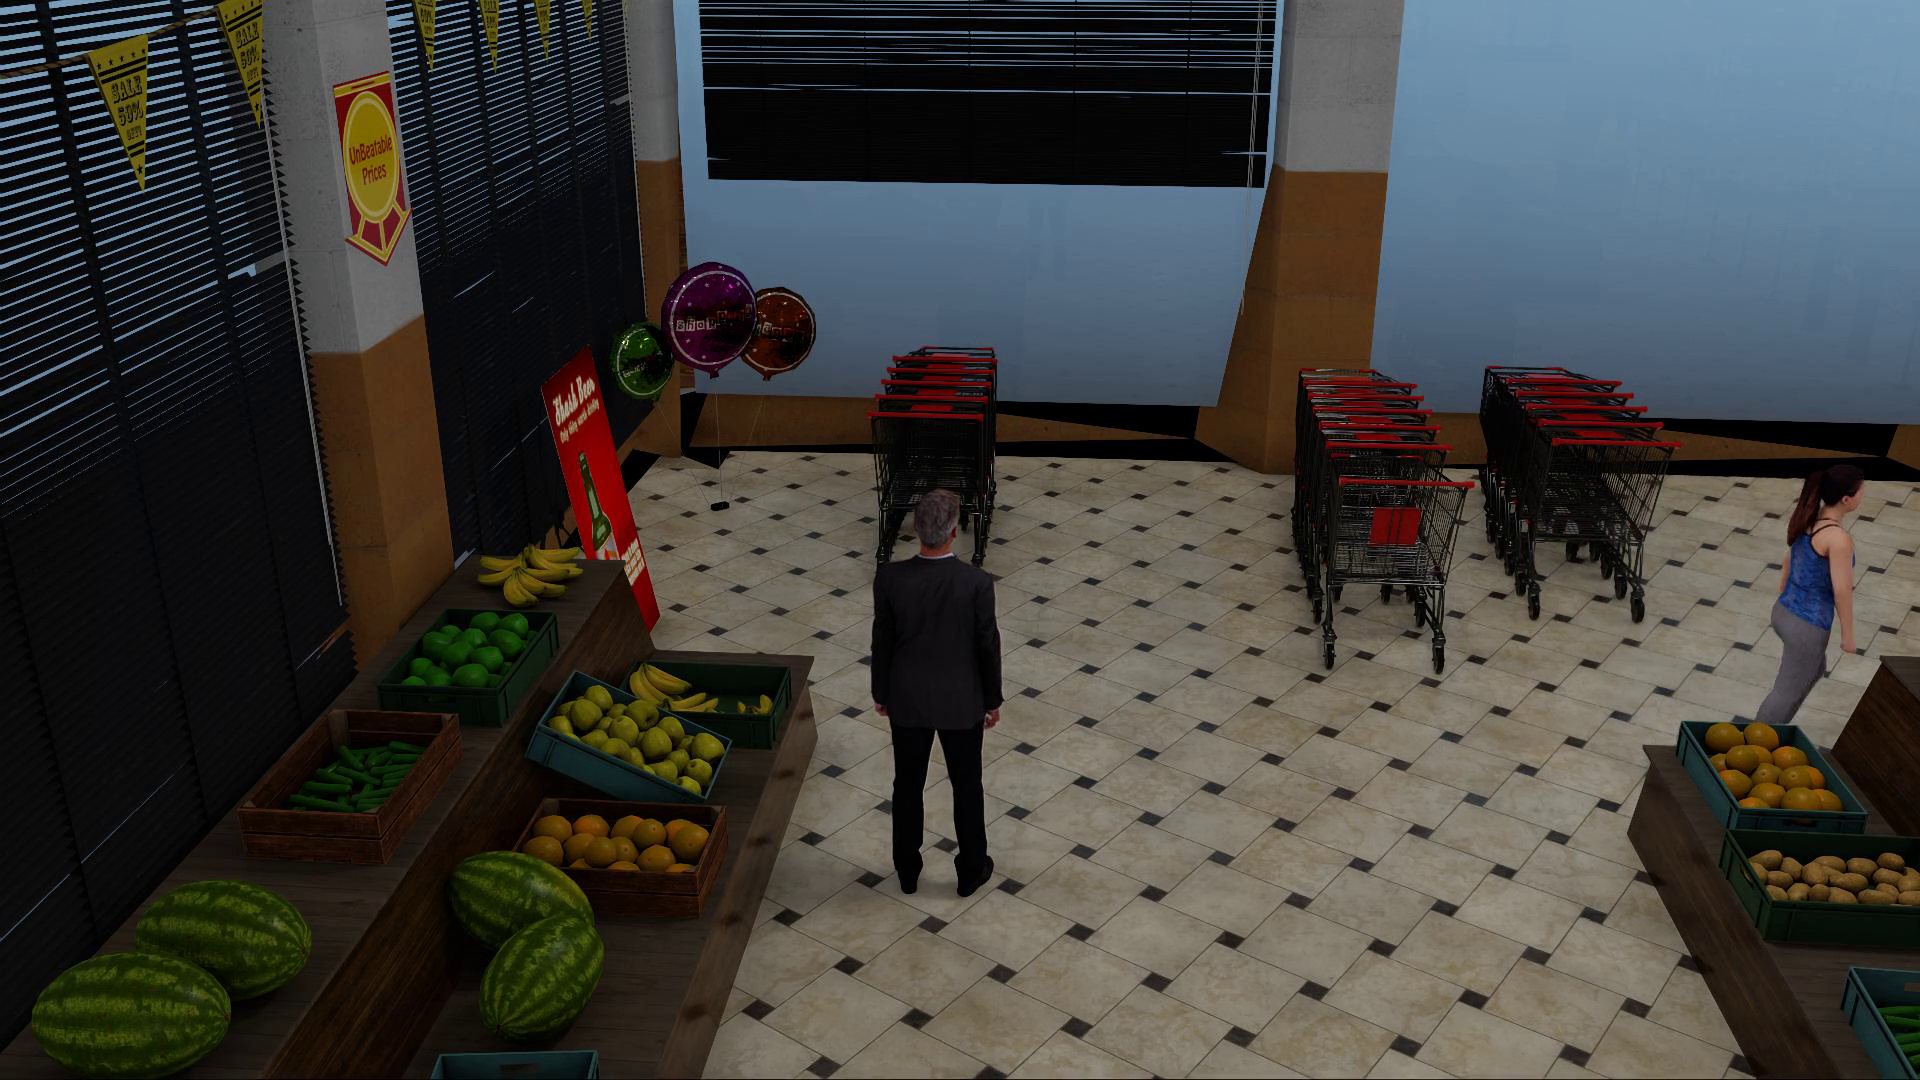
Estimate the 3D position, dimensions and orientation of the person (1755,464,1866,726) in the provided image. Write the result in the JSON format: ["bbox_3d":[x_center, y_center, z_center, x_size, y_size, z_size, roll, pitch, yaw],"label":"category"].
[{"bbox_3d":[3.975,0.403,7.982,0.634,1.595,0.531,1,22,2],"label":"person"}]

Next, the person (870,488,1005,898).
[{"bbox_3d":[-0.100,0.654,7.030,0.725,1.840,0.575,3,22,7],"label":"person"}]
